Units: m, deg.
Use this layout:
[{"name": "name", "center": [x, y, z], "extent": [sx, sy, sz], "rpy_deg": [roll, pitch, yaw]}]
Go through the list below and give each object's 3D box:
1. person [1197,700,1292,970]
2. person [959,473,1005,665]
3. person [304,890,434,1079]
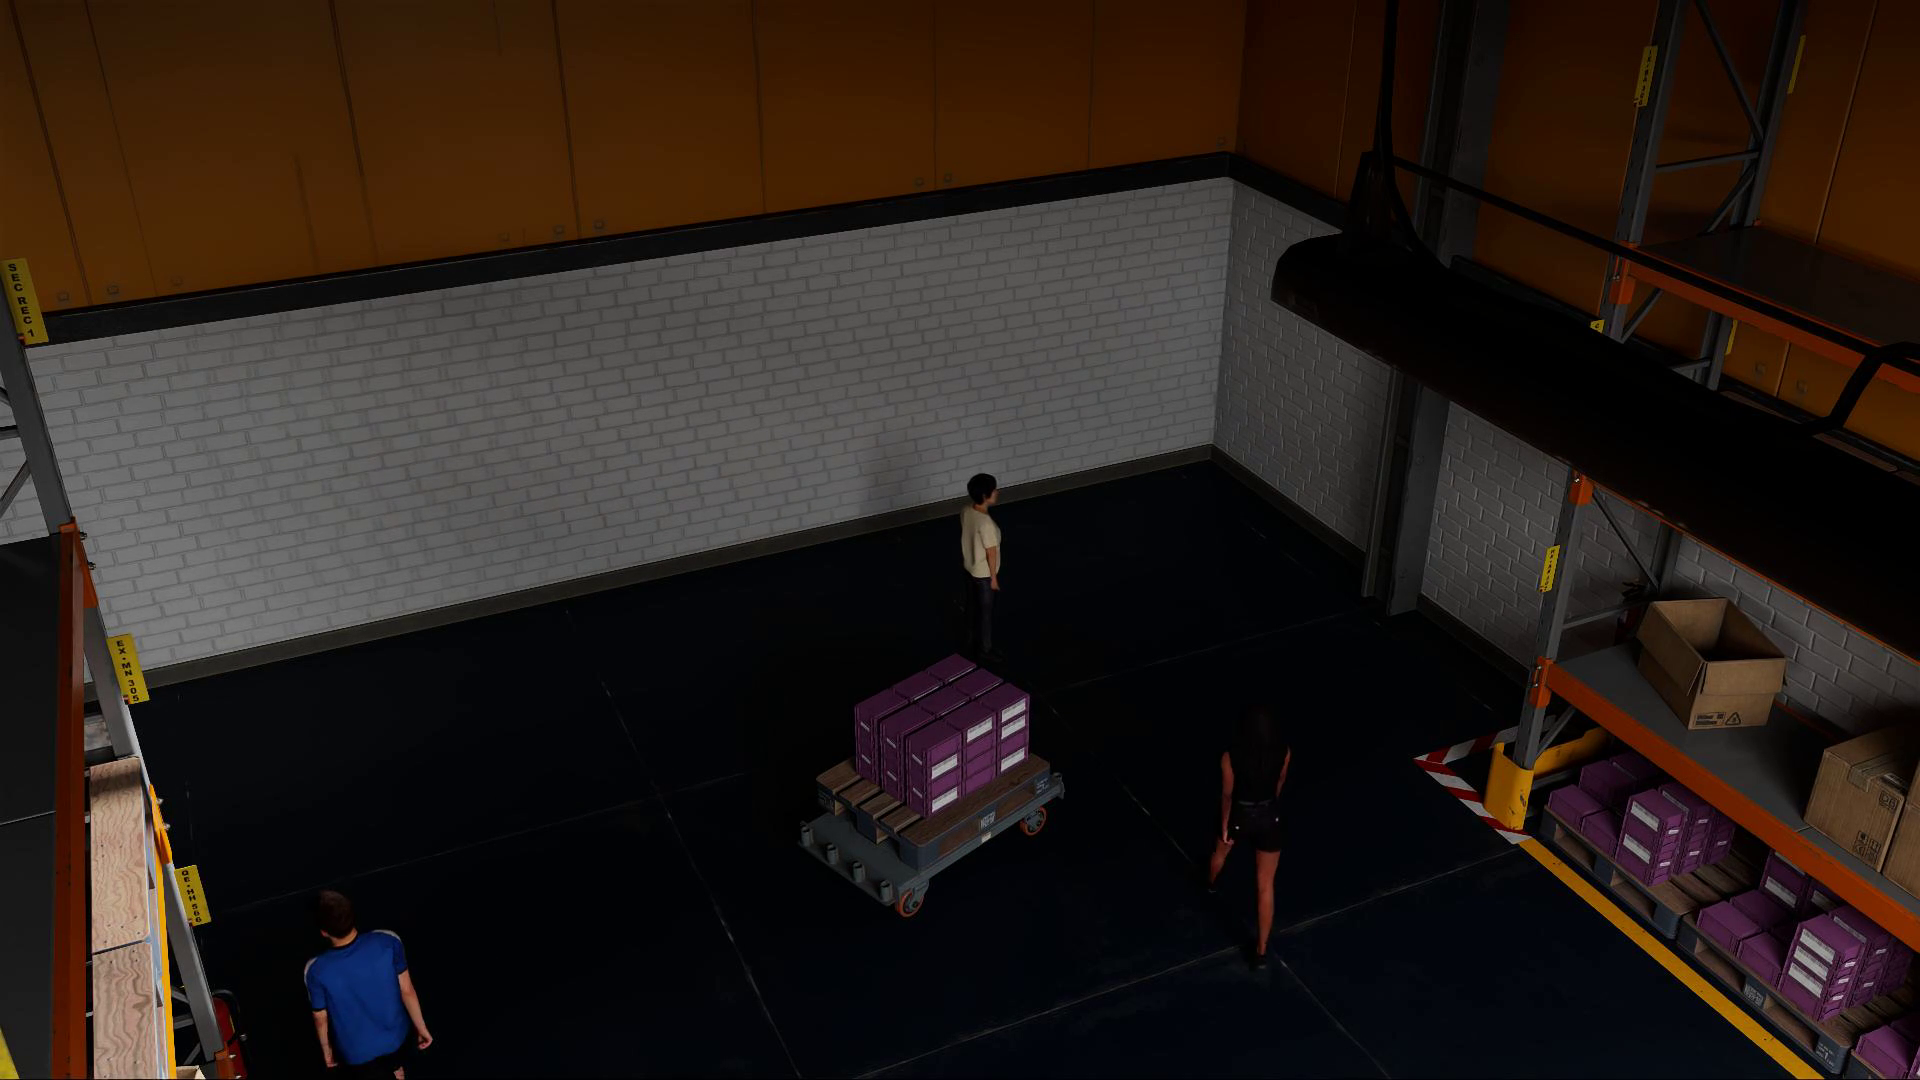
[{"name": "person", "center": [1.769, 1.771, 9.930], "extent": [0.878, 1.682, 1.265], "rpy_deg": [-3, 29, -5]}, {"name": "person", "center": [0.161, 0.224, 12.863], "extent": [0.672, 1.590, 0.443], "rpy_deg": [-16, 32, -26]}, {"name": "person", "center": [-2.919, 2.568, 8.332], "extent": [0.850, 1.812, 1.274], "rpy_deg": [-19, 34, -31]}]
